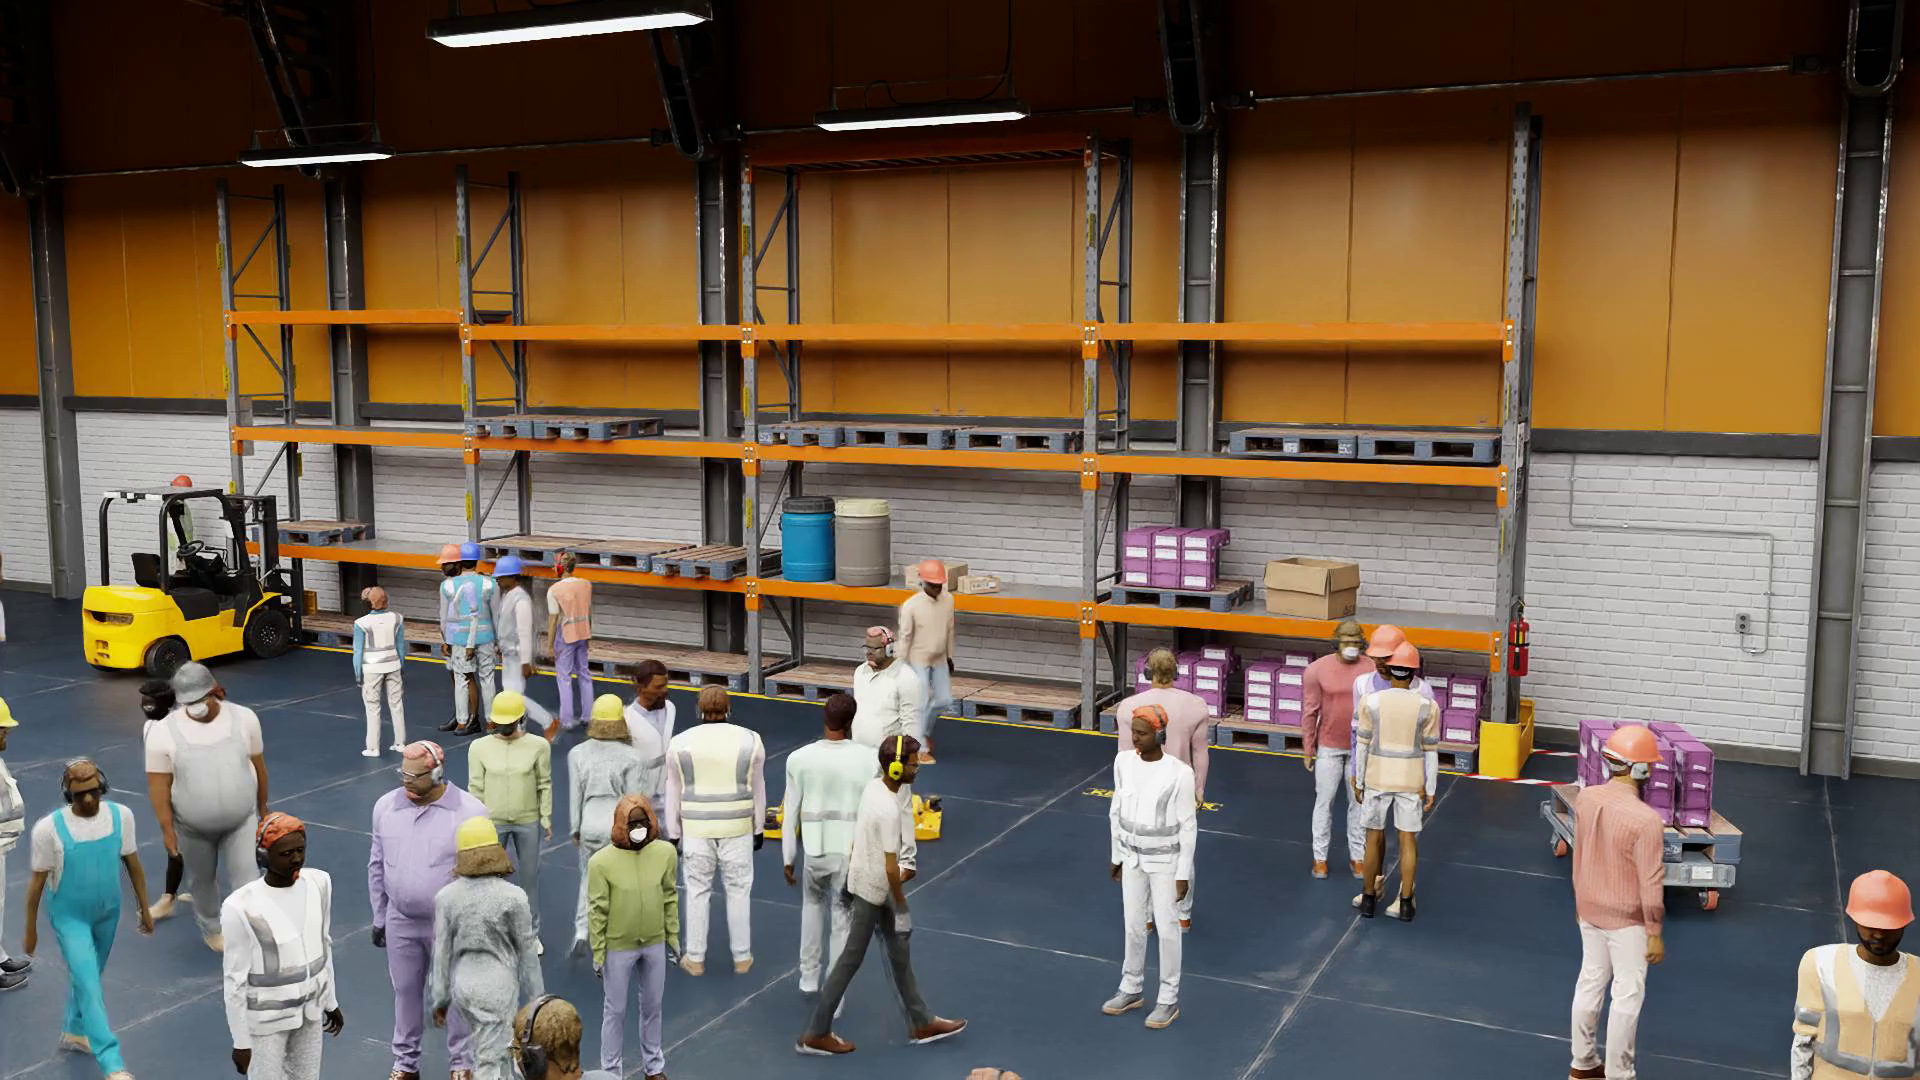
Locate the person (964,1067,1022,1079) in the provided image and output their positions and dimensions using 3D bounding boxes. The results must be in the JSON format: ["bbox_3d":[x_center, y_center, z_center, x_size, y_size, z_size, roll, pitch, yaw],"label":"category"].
[{"bbox_3d":[0.133,2.515,5.425,0.306,1.637,0.524,3,7,23],"label":"person"}]

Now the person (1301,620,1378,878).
[{"bbox_3d":[2.840,1.538,12.305,0.642,1.932,0.367,0,7,2],"label":"person"}]

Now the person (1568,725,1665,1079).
[{"bbox_3d":[3.450,1.946,8.694,0.408,1.986,0.630,-2,7,-17],"label":"person"}]

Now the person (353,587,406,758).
[{"bbox_3d":[-5.529,1.257,15.861,0.519,1.633,0.314,-7,10,-44],"label":"person"}]

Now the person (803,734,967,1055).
[{"bbox_3d":[-0.417,1.966,9.236,0.998,1.813,0.537,-1,7,-6],"label":"person"}]

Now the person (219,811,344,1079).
[{"bbox_3d":[-3.032,2.145,7.477,0.342,1.882,0.579,4,8,27],"label":"person"}]

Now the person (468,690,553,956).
[{"bbox_3d":[-2.880,1.820,10.682,0.525,1.759,0.337,-2,7,-16],"label":"person"}]

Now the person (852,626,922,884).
[{"bbox_3d":[-0.573,1.567,12.218,0.641,1.899,0.394,6,9,42],"label":"person"}]

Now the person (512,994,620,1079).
[{"bbox_3d":[-1.260,2.390,5.291,0.386,1.927,0.641,2,7,17],"label":"person"}]

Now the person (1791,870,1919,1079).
[{"bbox_3d":[3.552,2.234,6.519,0.543,1.939,0.360,3,7,23],"label":"person"}]

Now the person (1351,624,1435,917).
[{"bbox_3d":[2.961,1.587,11.493,0.607,2.035,0.411,6,9,42],"label":"person"}]

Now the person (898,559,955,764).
[{"bbox_3d":[-0.302,1.128,15.575,0.640,1.958,0.622,-5,9,-37],"label":"person"}]

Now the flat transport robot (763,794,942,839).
[{"bbox_3d":[-0.867,2.223,13.440,1.431,0.197,0.652,0,7,1],"label":"flat transport robot"}]

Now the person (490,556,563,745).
[{"bbox_3d":[-4.196,1.102,15.925,0.566,1.936,0.625,-4,8,-29],"label":"person"}]

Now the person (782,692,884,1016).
[{"bbox_3d":[-0.756,1.846,9.961,0.603,1.882,0.685,0,7,-3],"label":"person"}]

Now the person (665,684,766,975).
[{"bbox_3d":[-1.533,1.814,10.455,0.631,1.835,0.430,-1,7,-5],"label":"person"}]

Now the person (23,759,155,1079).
[{"bbox_3d":[-4.657,2.028,8.934,1.001,1.779,0.599,5,9,37],"label":"person"}]

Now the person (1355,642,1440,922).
[{"bbox_3d":[2.992,1.652,11.409,0.548,1.923,0.391,2,7,13],"label":"person"}]

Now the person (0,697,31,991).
[{"bbox_3d":[-5.943,1.850,10.183,0.403,1.821,0.602,-4,8,-29],"label":"person"}]

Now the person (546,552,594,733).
[{"bbox_3d":[-3.939,1.036,16.861,0.383,1.834,0.566,5,8,33],"label":"person"}]

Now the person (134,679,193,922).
[{"bbox_3d":[-5.467,1.775,11.487,0.550,1.656,0.700,5,9,37],"label":"person"}]

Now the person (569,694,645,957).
[{"bbox_3d":[-2.251,1.844,10.597,0.501,1.732,0.462,1,7,8],"label":"person"}]

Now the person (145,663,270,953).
[{"bbox_3d":[-4.711,1.703,10.488,0.715,2.000,1.033,-4,8,-33],"label":"person"}]

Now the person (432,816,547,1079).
[{"bbox_3d":[-2.300,2.184,7.971,0.502,1.690,0.865,2,7,19],"label":"person"}]

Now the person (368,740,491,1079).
[{"bbox_3d":[-2.790,1.985,8.724,0.638,1.904,0.402,0,7,3],"label":"person"}]

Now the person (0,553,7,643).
[{"bbox_3d":[-12.712,0.457,21.661,0.372,1.833,0.524,2,7,15],"label":"person"}]

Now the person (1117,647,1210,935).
[{"bbox_3d":[1.349,1.676,11.130,0.629,1.940,0.373,-1,7,-6],"label":"person"}]

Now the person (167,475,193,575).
[{"bbox_3d":[-11.149,0.086,23.880,0.392,2.034,0.605,-2,7,-16],"label":"person"}]

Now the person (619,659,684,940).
[{"bbox_3d":[-2.068,1.711,11.004,0.446,1.896,0.658,3,7,23],"label":"person"}]

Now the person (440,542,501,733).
[{"bbox_3d":[-4.910,0.991,16.748,0.602,1.949,0.388,-2,7,-12],"label":"person"}]

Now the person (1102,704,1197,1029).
[{"bbox_3d":[1.107,1.879,9.680,0.574,1.882,0.358,7,10,44],"label":"person"}]

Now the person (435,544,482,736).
[{"bbox_3d":[-5.059,1.000,16.716,0.551,1.935,0.372,7,10,44],"label":"person"}]

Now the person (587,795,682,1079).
[{"bbox_3d":[-1.689,2.125,8.671,0.500,1.633,0.280,-5,8,-35],"label":"person"}]

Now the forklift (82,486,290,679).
[{"bbox_3d":[-9.426,0.454,20.179,1.214,2.155,2.313,3,8,26],"label":"forklift"}]
